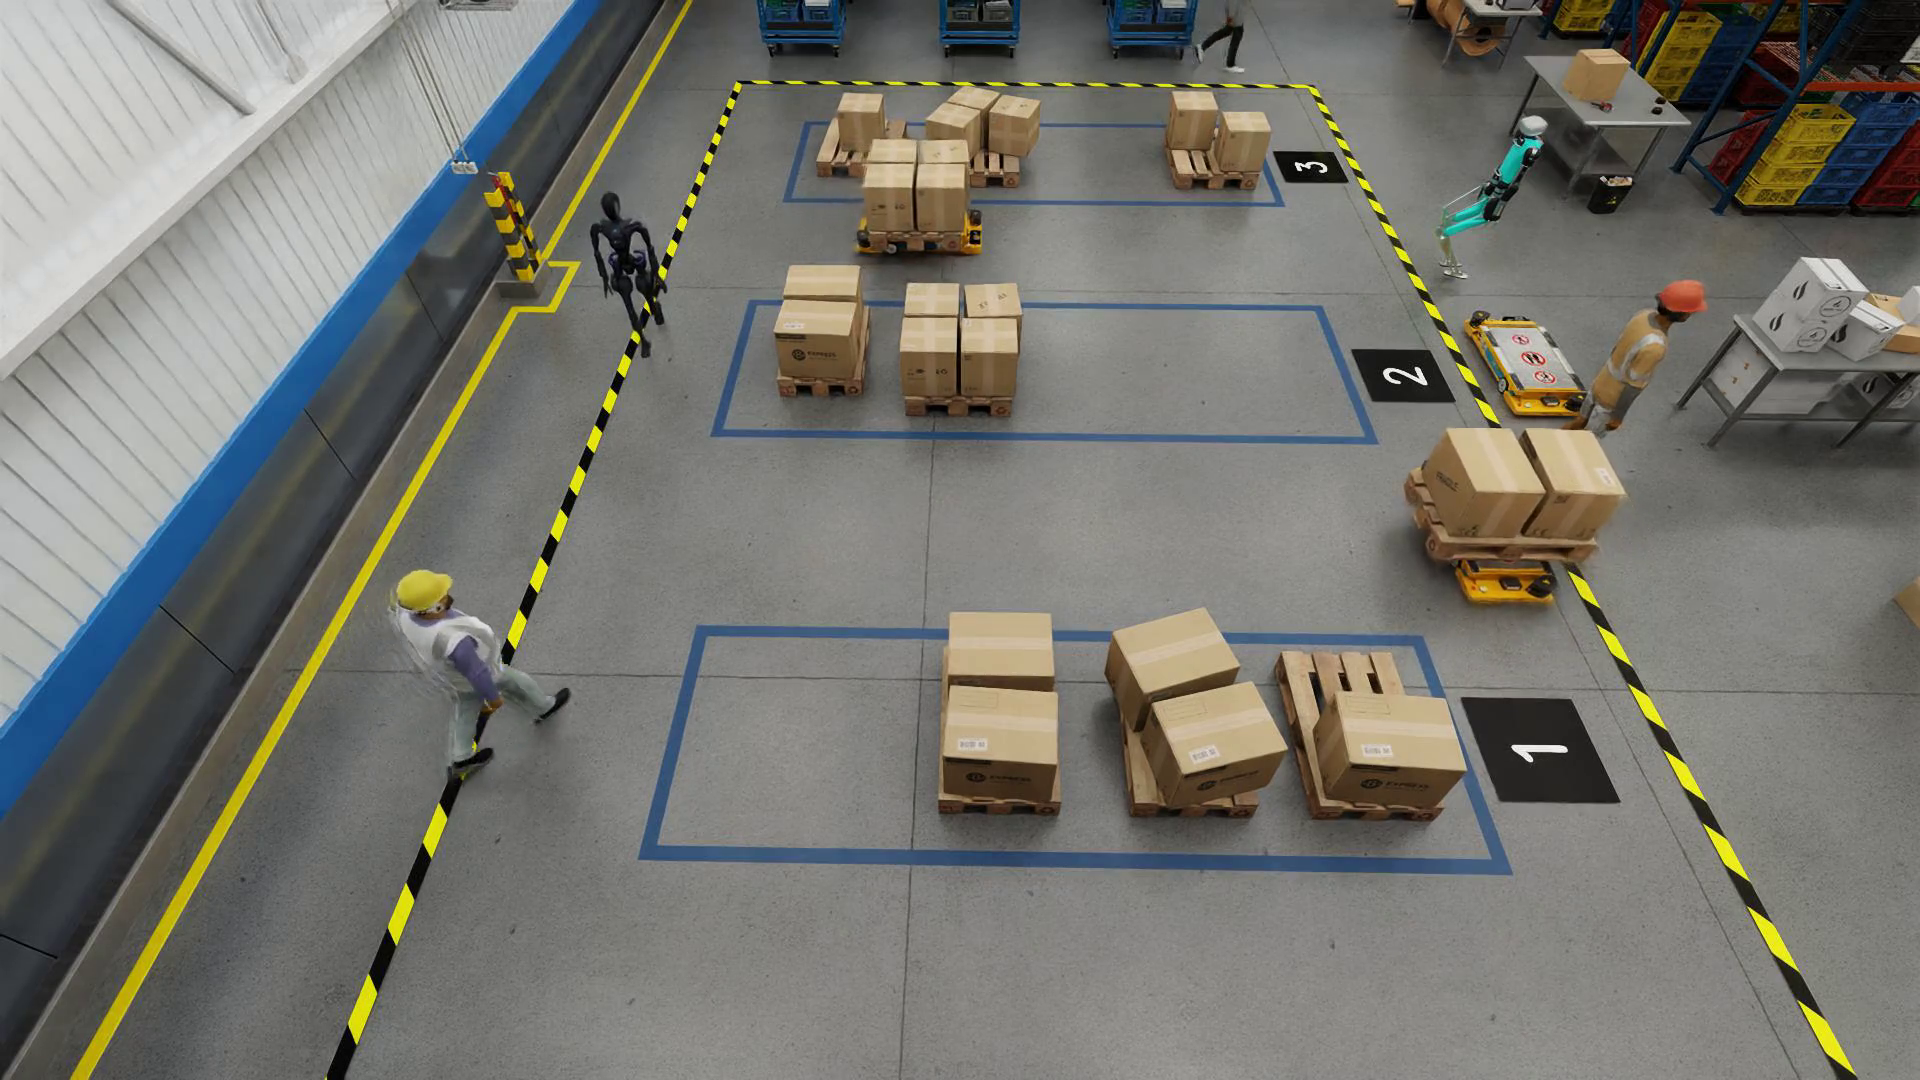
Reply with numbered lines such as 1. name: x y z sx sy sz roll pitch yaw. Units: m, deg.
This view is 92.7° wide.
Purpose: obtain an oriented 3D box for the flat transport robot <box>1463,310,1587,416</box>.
1. flat transport robot: 5.573 -1.757 9.054 0.659 0.231 1.431 1 49 1

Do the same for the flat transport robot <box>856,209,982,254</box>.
1. flat transport robot: -0.460 -3.588 10.621 1.431 0.197 0.652 1 49 1

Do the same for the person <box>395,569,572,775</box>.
1. person: -3.150 0.824 5.812 0.599 1.795 0.884 24 53 20

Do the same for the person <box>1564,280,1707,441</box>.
1. person: 5.298 -1.188 7.387 0.365 2.048 0.606 14 51 12

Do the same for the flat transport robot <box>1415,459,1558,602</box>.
1. flat transport robot: 4.335 -0.109 7.609 0.652 0.197 1.431 1 49 1

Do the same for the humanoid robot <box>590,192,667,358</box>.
1. humanoid robot: -3.186 -2.620 8.876 0.602 1.634 0.610 -7 50 -6

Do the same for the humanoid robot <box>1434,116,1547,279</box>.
1. humanoid robot: 5.379 -3.559 9.555 0.735 1.675 0.533 8 50 7

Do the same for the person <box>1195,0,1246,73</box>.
1. person: 3.894 -7.689 13.157 0.702 1.826 0.589 4 49 3
